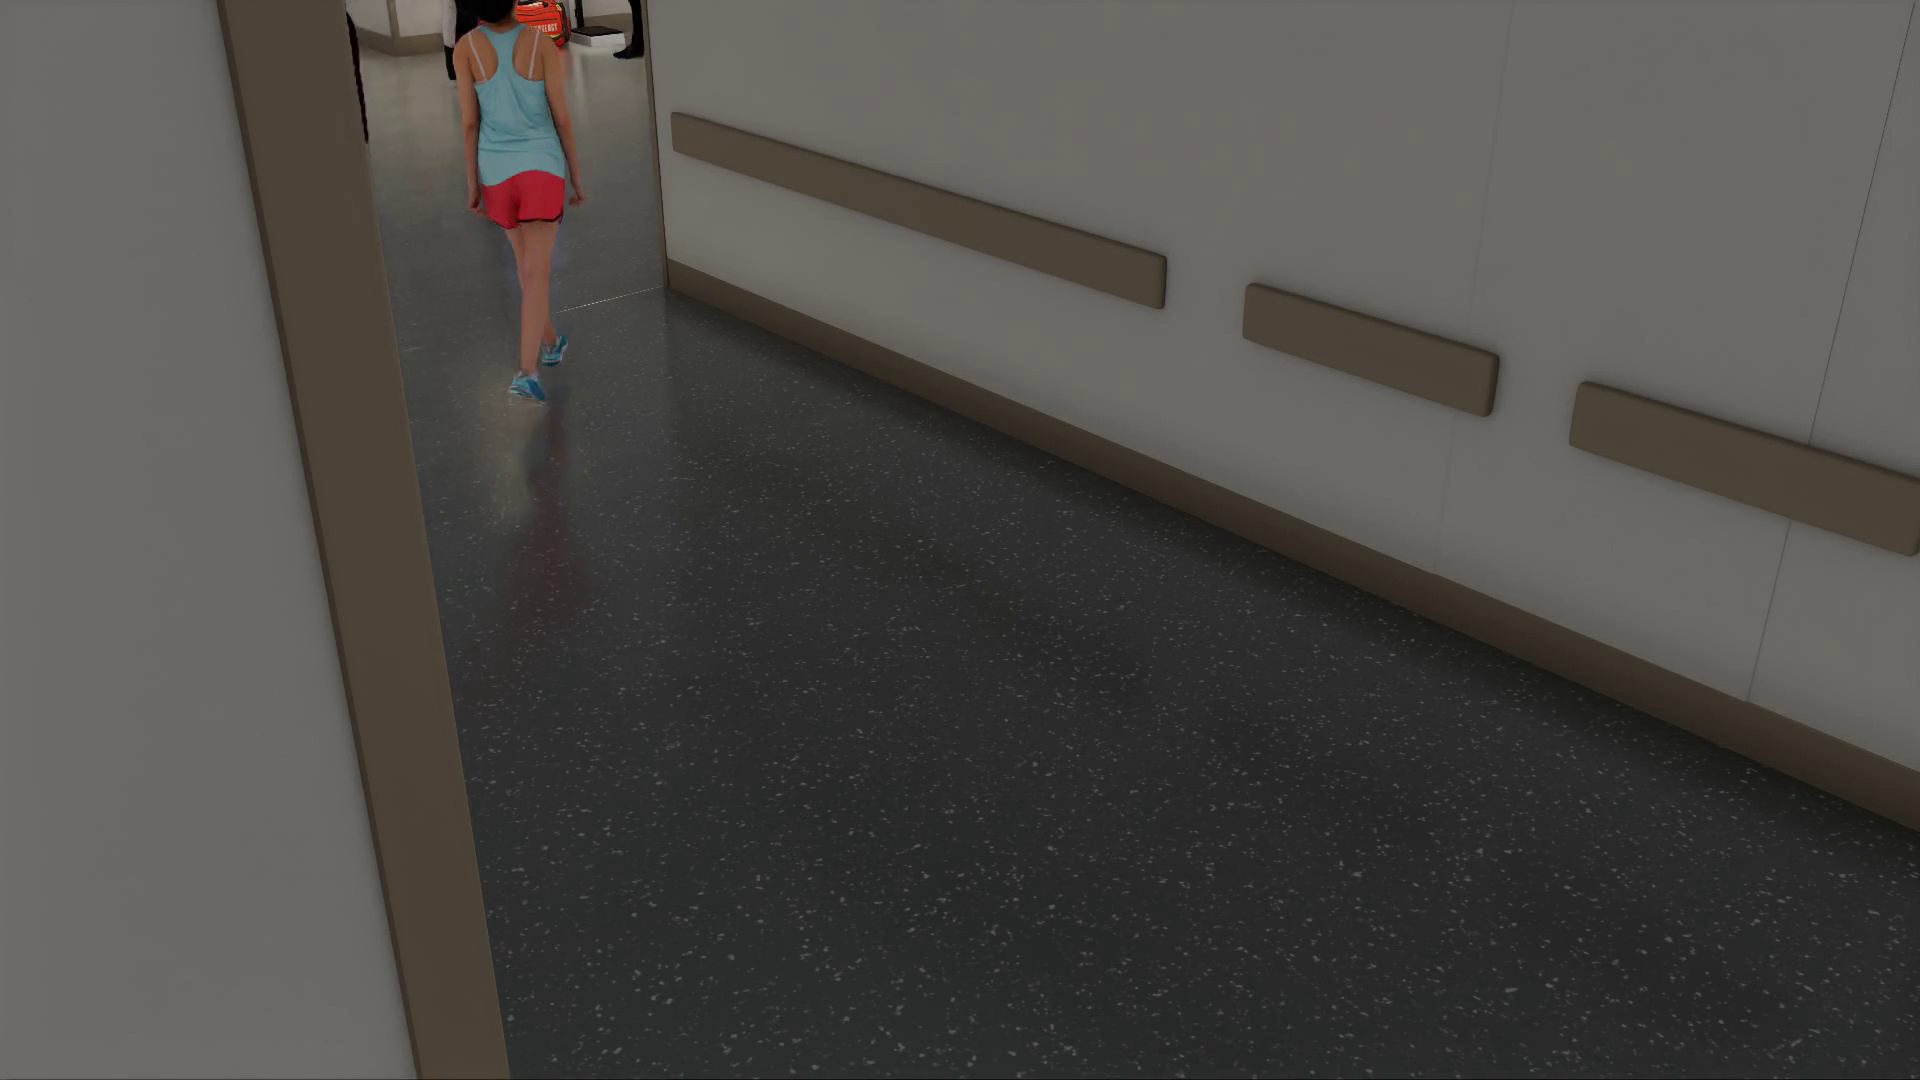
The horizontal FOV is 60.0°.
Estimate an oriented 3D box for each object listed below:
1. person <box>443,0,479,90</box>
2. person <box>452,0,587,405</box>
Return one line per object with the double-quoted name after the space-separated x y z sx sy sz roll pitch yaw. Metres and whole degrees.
-3.858 -4.392 12.652 0.566 1.890 0.676 -20 32 -35 "person"
-1.743 -1.370 6.577 1.176 1.723 1.138 0 26 0 "person"
